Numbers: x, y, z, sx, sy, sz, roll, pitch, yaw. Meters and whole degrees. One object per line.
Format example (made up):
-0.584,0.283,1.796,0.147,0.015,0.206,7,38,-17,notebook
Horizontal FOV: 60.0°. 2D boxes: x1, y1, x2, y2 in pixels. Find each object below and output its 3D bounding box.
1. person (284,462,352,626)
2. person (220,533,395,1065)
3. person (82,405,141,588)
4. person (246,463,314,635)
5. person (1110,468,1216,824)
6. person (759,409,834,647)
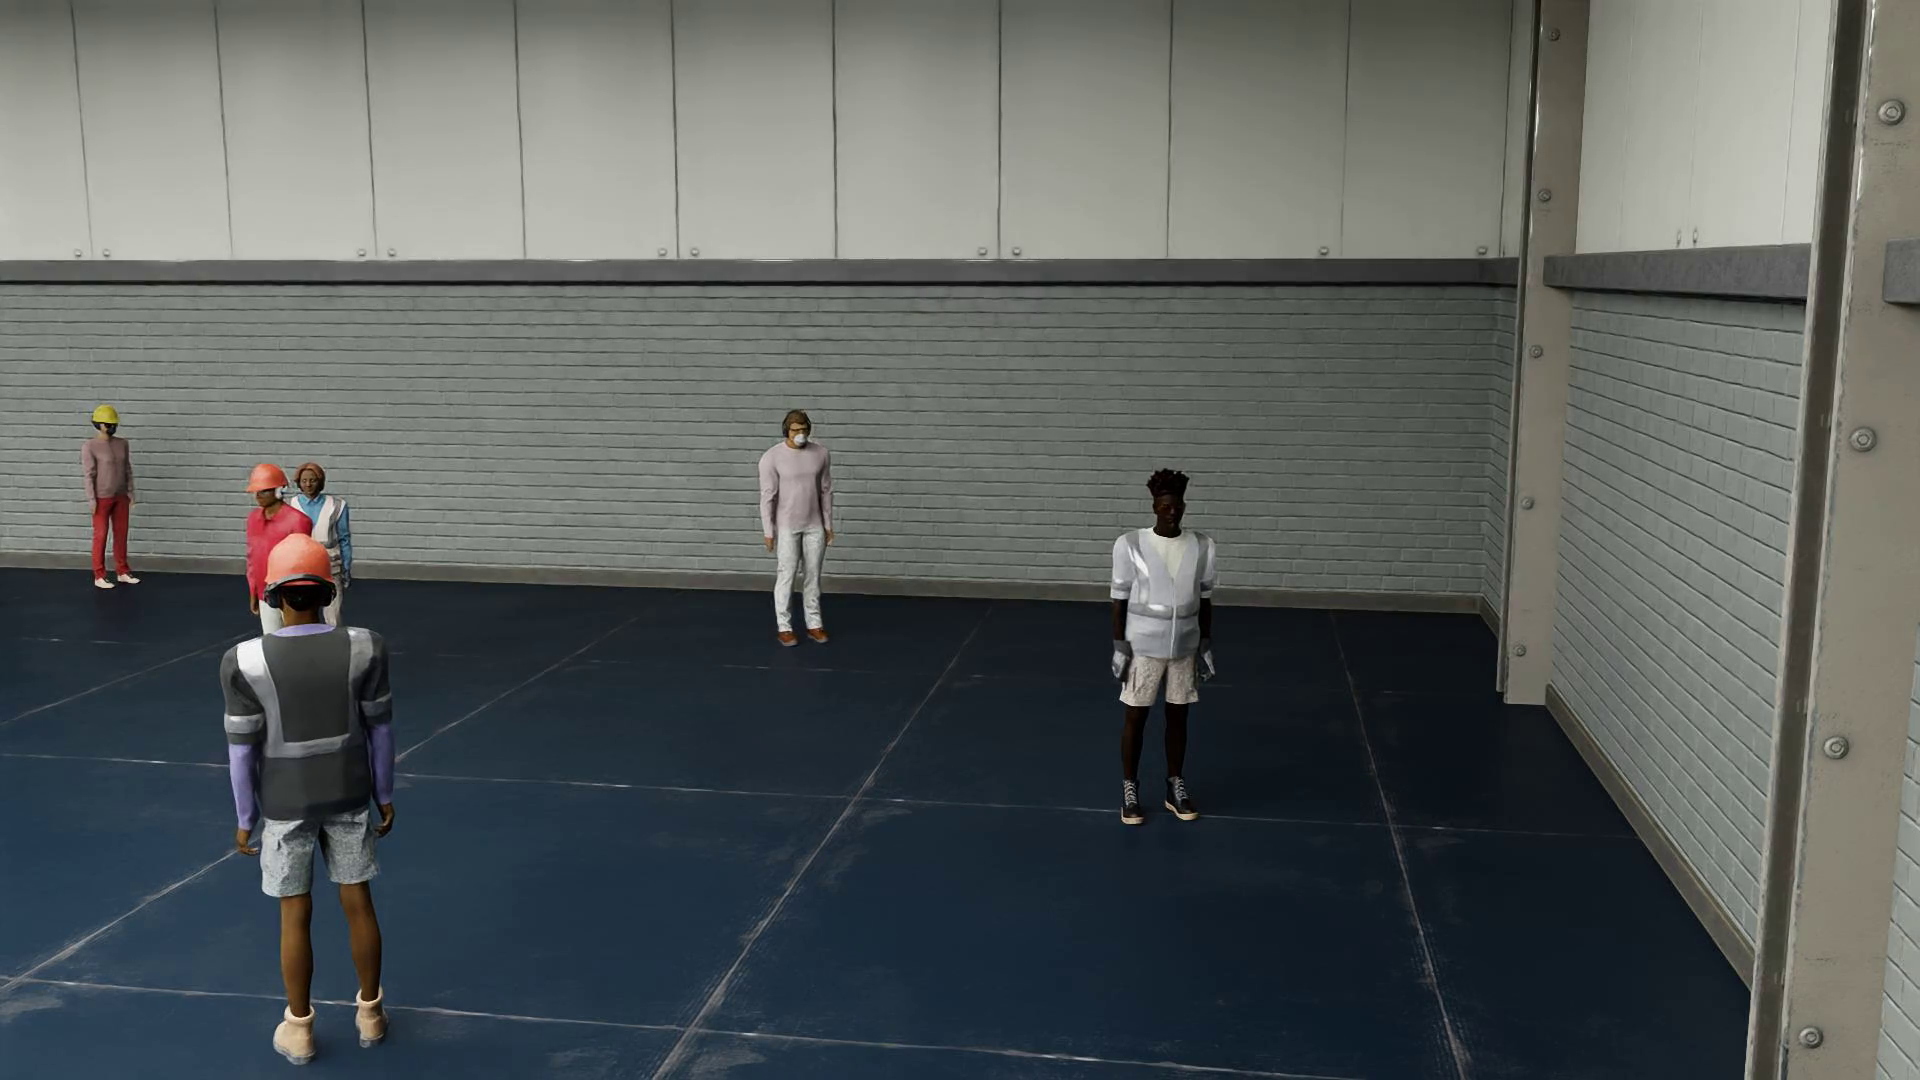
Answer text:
-4.735,0.244,12.225,0.520,1.640,0.307,-4,10,-21,person
-2.485,0.988,6.395,0.608,2.044,0.371,-6,11,-31,person
-8.139,-0.417,15.945,0.337,1.757,0.519,3,10,19,person
-4.634,0.343,11.303,0.571,1.746,0.346,4,10,25,person
1.117,0.579,9.153,0.600,1.967,0.368,-2,9,-12,person
-1.317,-0.102,13.481,0.635,1.929,0.378,-6,11,-33,person
